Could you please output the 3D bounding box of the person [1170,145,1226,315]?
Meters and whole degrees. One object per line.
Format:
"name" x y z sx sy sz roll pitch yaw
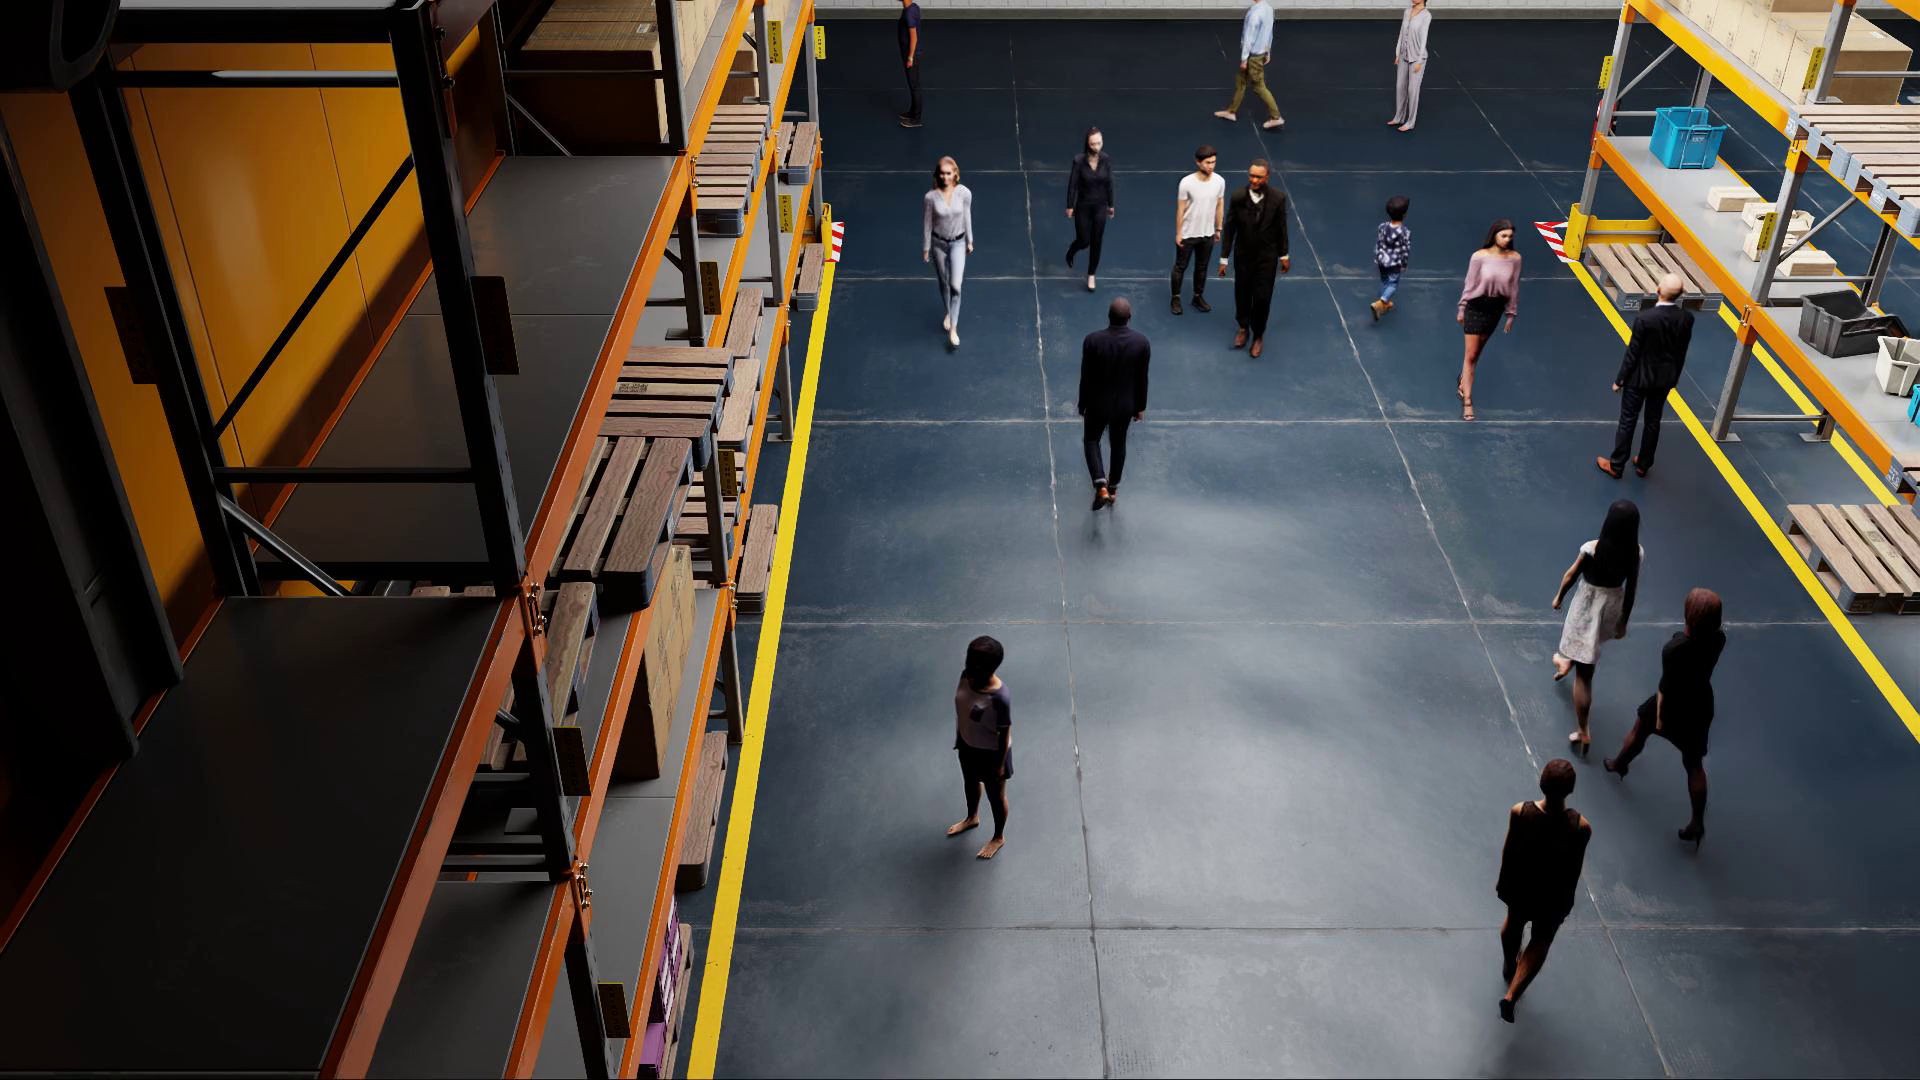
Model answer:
"person" 2.291 -3.021 16.130 0.680 1.714 0.620 -7 34 -10

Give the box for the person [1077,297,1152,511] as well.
"person" 1.187 -1.010 13.026 0.735 1.802 0.880 -2 34 -3

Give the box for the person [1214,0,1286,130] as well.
"person" 3.704 -5.915 20.434 1.128 1.770 1.232 18 38 25

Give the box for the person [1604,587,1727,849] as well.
"person" 4.399 1.087 10.007 0.788 1.651 1.165 -8 35 -12

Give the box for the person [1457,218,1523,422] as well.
"person" 4.549 -1.991 14.526 0.650 1.775 0.998 1 34 2

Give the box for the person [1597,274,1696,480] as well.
"person" 5.593 -1.321 13.495 0.692 1.800 0.583 -2 34 -3

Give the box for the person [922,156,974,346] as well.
"person" -0.111 -2.804 15.753 0.624 1.771 0.945 0 34 1

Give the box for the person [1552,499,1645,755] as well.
"person" 4.094 0.581 10.700 0.618 1.727 1.156 1 34 1

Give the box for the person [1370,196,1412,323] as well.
"person" 4.151 -2.713 16.097 0.755 1.239 0.829 26 41 33

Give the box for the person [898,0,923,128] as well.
"person" -0.595 -6.031 20.592 0.704 1.789 0.474 -2 34 -3

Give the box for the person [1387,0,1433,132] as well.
"person" 5.581 -5.948 20.484 0.728 1.770 0.634 -21 39 -28

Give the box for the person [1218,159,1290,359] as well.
"person" 2.759 -2.674 15.459 0.903 1.880 0.912 11 35 16

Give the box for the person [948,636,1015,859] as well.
"person" 0.142 1.203 9.910 0.712 1.565 0.637 -24 40 -32

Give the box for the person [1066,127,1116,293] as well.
"person" 1.258 -3.311 16.583 0.757 1.698 0.860 -13 36 -18

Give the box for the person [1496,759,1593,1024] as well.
"person" 3.042 1.872 8.819 0.864 1.659 1.014 18 38 25
